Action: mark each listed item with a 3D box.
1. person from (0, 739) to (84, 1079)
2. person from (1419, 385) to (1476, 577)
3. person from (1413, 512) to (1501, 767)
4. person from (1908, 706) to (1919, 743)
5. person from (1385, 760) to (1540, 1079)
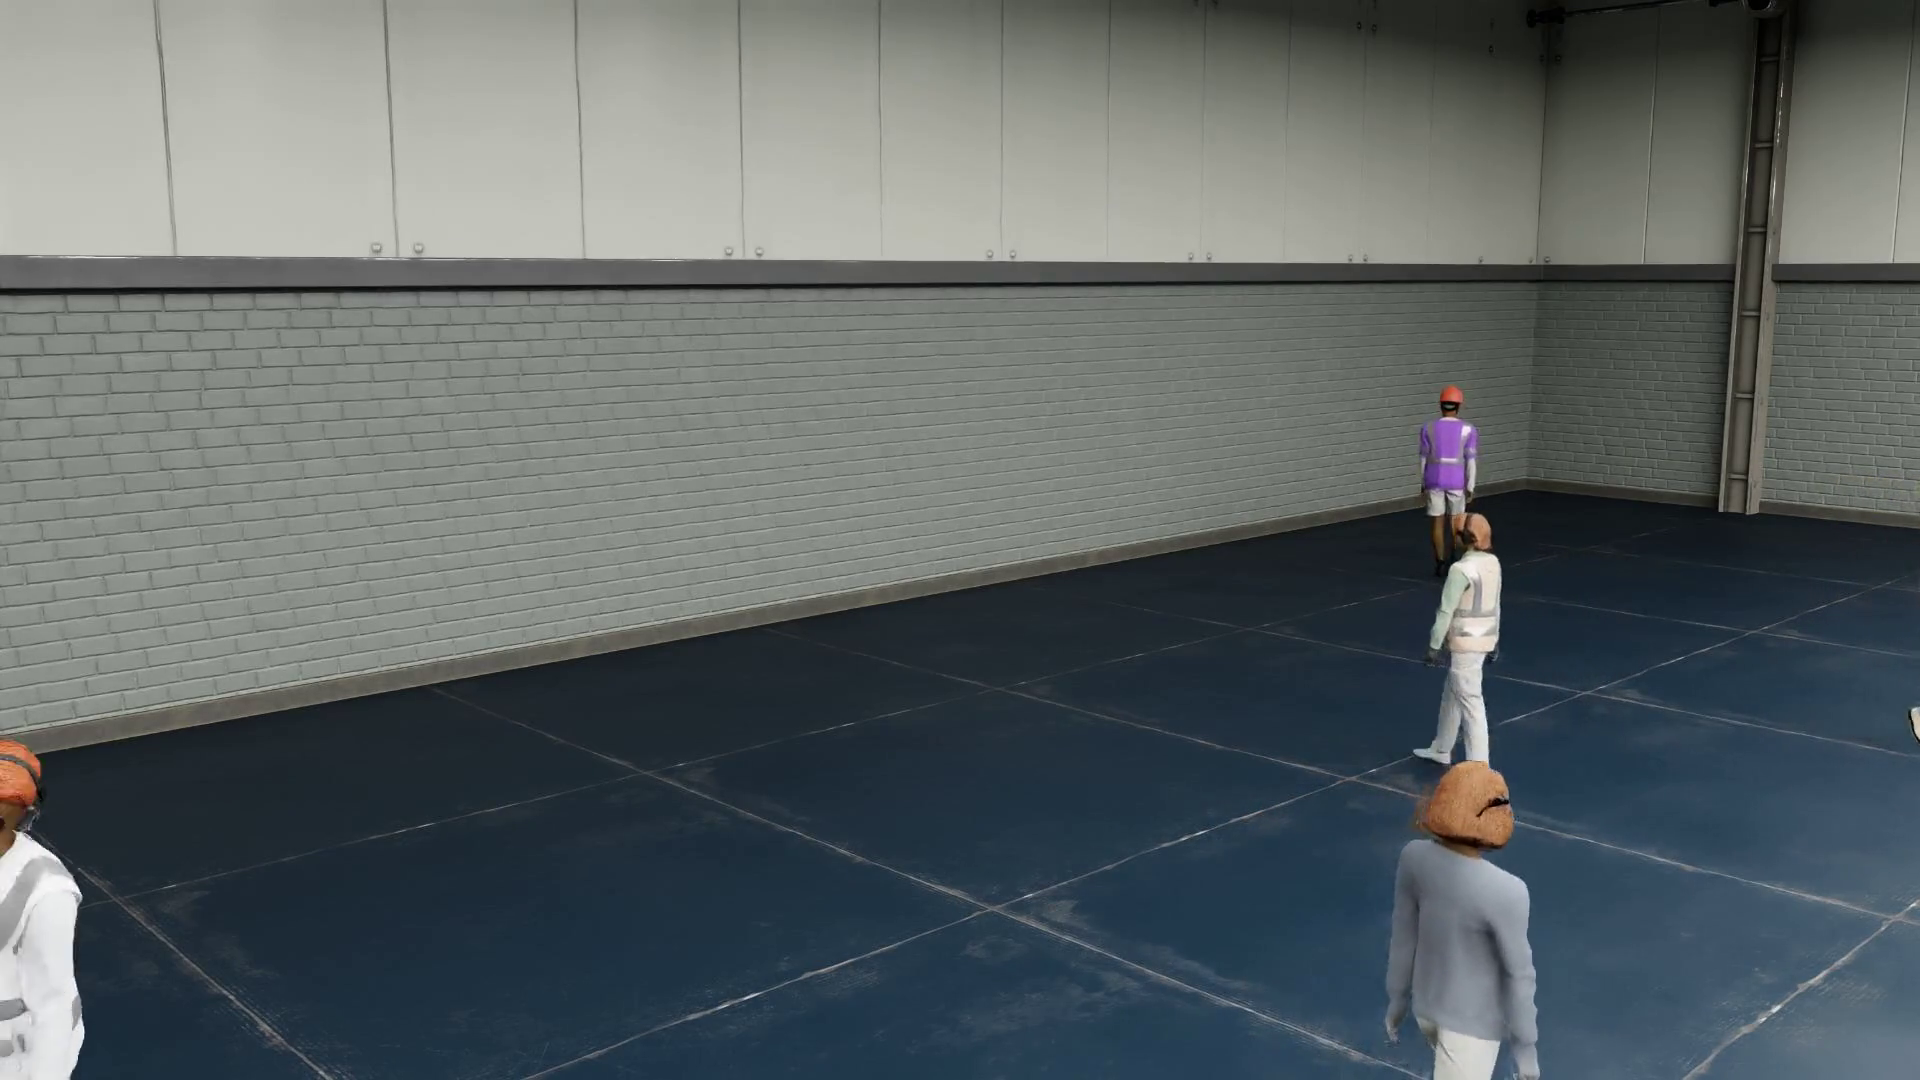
[{"bbox_3d":[-2.495,1.411,4.440,0.645,1.857,0.387,8,12,39],"label":"person"},{"bbox_3d":[4.834,-0.579,16.560,0.538,1.915,0.421,2,9,13],"label":"person"},{"bbox_3d":[2.931,0.631,9.962,0.669,1.616,0.538,8,12,40],"label":"person"},{"bbox_3d":[6.259,0.509,10.272,0.540,1.754,0.459,-5,11,-29],"label":"person"},{"bbox_3d":[1.457,1.446,4.986,0.840,1.605,0.505,-4,10,-23],"label":"person"}]
